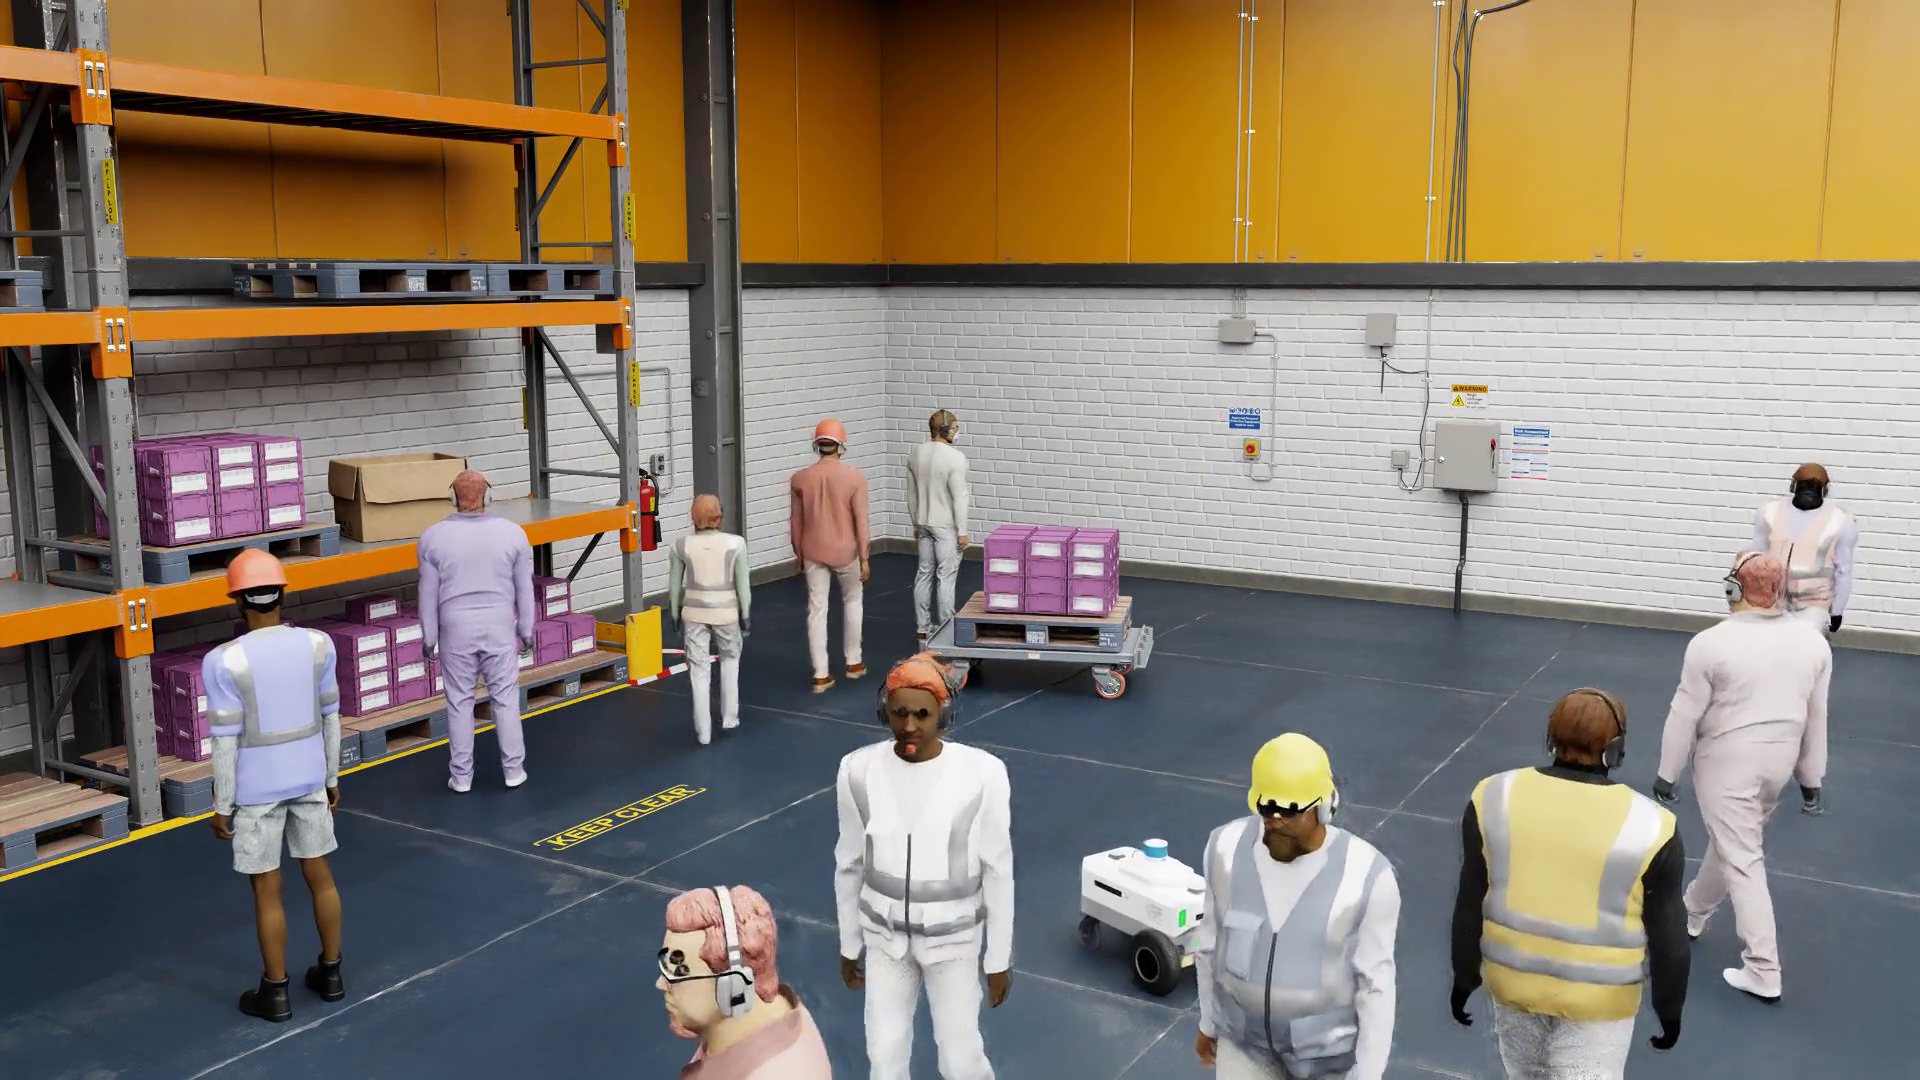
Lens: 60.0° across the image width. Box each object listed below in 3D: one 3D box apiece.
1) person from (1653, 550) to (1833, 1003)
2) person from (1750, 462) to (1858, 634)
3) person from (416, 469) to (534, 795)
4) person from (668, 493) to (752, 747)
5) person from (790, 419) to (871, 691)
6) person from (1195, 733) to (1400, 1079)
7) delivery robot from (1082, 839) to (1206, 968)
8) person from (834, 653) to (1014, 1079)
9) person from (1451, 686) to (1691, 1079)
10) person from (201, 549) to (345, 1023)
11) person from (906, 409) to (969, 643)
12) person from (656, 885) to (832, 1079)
[{"bbox_3d":[3.326,0.960,7.194,0.669,1.850,0.980,-2,9,-13],"label":"person"},{"bbox_3d":[5.468,0.387,10.854,0.636,1.827,0.529,8,12,41],"label":"person"},{"bbox_3d":[-2.821,0.532,9.726,0.651,1.904,0.403,-3,10,-20],"label":"person"},{"bbox_3d":[-1.620,0.500,10.825,0.542,1.614,0.663,-1,9,-4],"label":"person"},{"bbox_3d":[-0.937,0.092,12.275,0.641,1.957,0.810,2,9,10],"label":"person"},{"bbox_3d":[0.965,1.389,4.793,0.596,1.779,0.952,5,10,26],"label":"person"},{"bbox_3d":[0.852,1.552,7.267,0.477,0.478,0.707,-6,11,-35],"label":"delivery robot"},{"bbox_3d":[-0.100,1.259,5.299,0.600,1.874,0.629,3,10,18],"label":"person"},{"bbox_3d":[1.866,1.325,5.038,0.651,1.818,0.703,6,11,35],"label":"person"},{"bbox_3d":[-2.801,0.993,6.783,0.391,1.924,0.547,8,12,41],"label":"person"},{"bbox_3d":[-0.171,-0.095,13.541,0.371,1.936,0.629,-9,13,-44],"label":"person"},{"bbox_3d":[-0.384,1.584,3.338,1.035,1.858,0.650,-2,9,-10],"label":"person"}]
